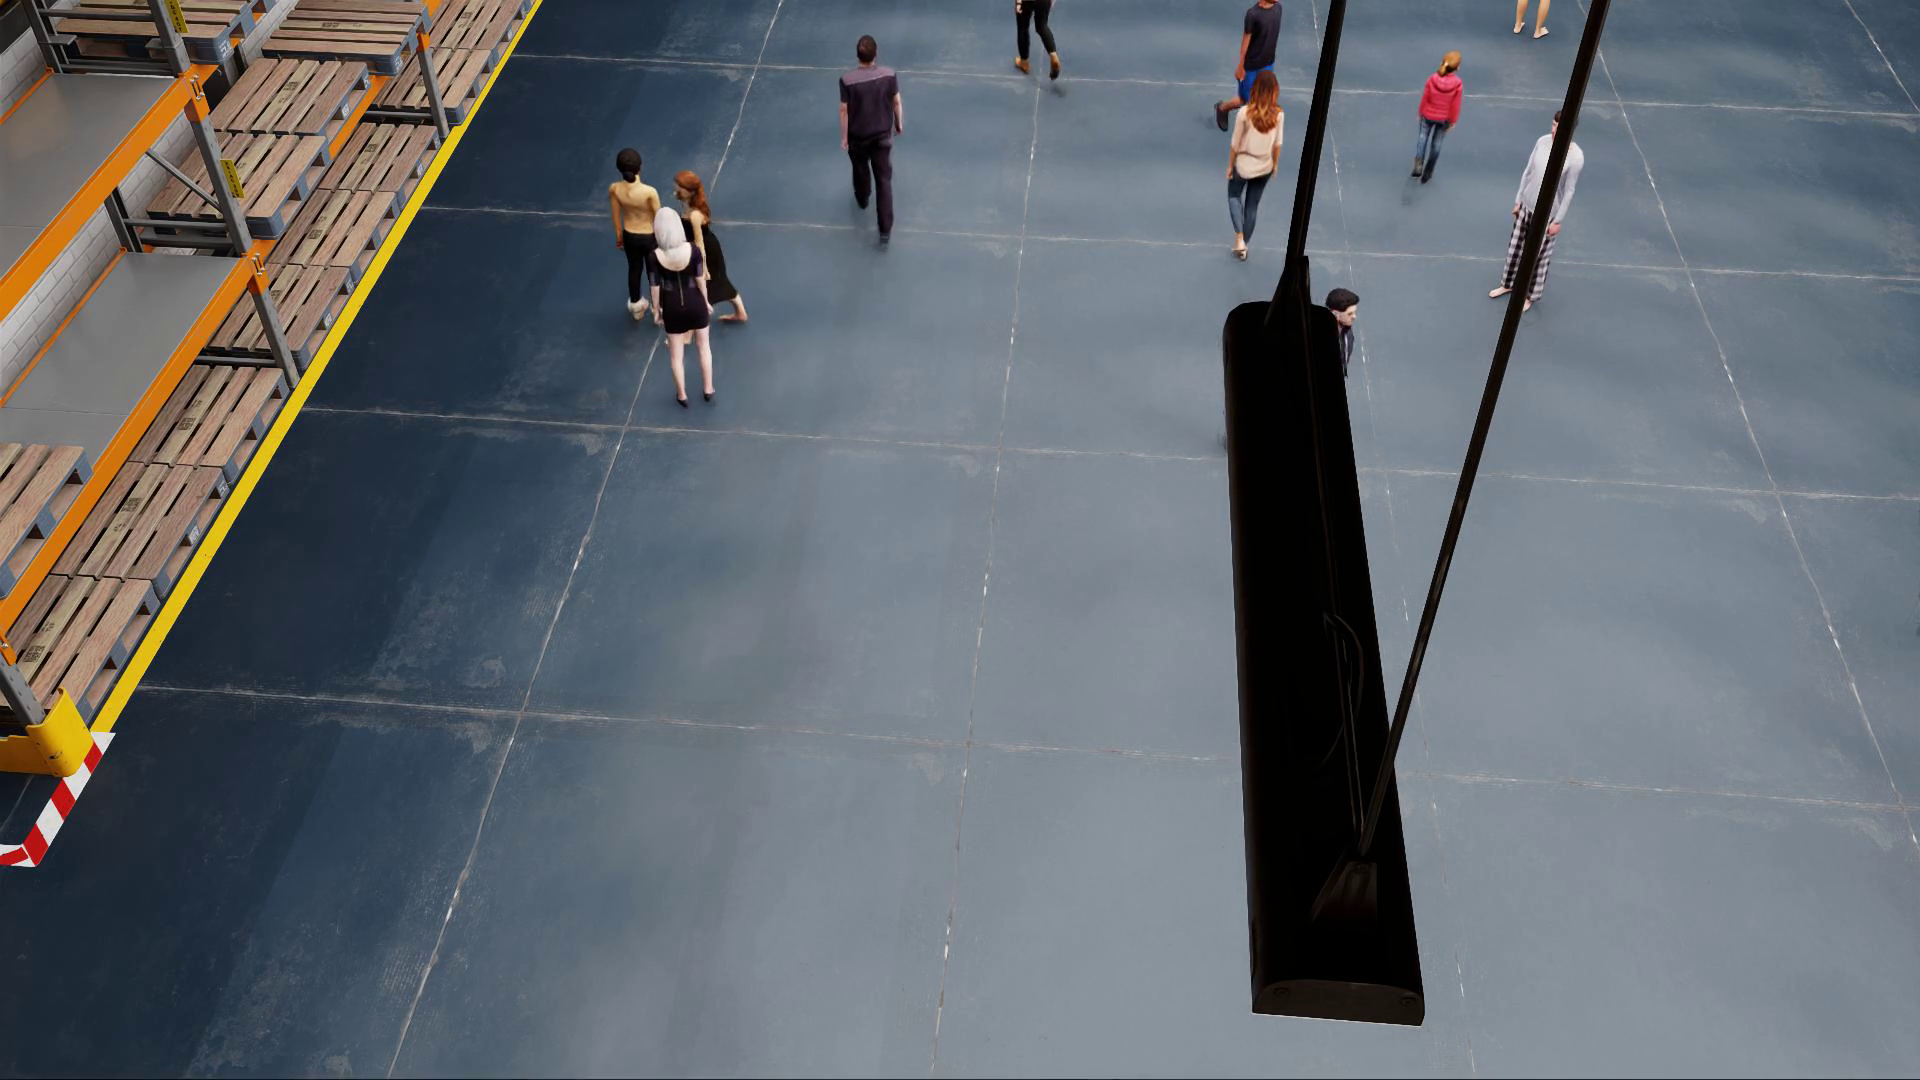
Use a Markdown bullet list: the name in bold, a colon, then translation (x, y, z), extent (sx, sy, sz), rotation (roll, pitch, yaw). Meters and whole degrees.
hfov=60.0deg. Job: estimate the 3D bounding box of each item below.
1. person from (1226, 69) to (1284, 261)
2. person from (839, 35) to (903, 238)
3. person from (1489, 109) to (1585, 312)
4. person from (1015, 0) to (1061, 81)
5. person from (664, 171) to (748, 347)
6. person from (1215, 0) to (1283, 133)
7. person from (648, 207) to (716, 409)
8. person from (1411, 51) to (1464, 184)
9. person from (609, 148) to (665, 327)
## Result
- **person**: translation (2.536, -3.168, 14.373), extent (0.643, 1.779, 0.658), rotation (-1, 44, -1)
- **person**: translation (-0.776, -3.542, 14.746), extent (0.954, 1.807, 1.295), rotation (-7, 44, -8)
- **person**: translation (4.867, -2.779, 13.916), extent (0.755, 1.847, 0.687), rotation (-28, 50, -26)
- **person**: translation (0.796, -5.468, 16.842), extent (0.877, 1.705, 1.032), rotation (-18, 46, -18)
- **person**: translation (-2.036, -2.334, 13.642), extent (0.840, 1.580, 0.965), rotation (-2, 44, -2)
- **person**: translation (2.777, -4.600, 15.877), extent (0.927, 1.778, 1.016), rotation (-23, 48, -22)
- **person**: translation (-2.113, -1.772, 12.869), extent (0.667, 1.833, 0.611), rotation (-10, 45, -10)
- **person**: translation (4.425, -3.907, 15.490), extent (0.602, 1.308, 0.655), rotation (16, 46, 16)
- **person**: translation (-2.635, -2.471, 13.729), extent (0.645, 1.659, 0.636), rotation (10, 44, 10)
